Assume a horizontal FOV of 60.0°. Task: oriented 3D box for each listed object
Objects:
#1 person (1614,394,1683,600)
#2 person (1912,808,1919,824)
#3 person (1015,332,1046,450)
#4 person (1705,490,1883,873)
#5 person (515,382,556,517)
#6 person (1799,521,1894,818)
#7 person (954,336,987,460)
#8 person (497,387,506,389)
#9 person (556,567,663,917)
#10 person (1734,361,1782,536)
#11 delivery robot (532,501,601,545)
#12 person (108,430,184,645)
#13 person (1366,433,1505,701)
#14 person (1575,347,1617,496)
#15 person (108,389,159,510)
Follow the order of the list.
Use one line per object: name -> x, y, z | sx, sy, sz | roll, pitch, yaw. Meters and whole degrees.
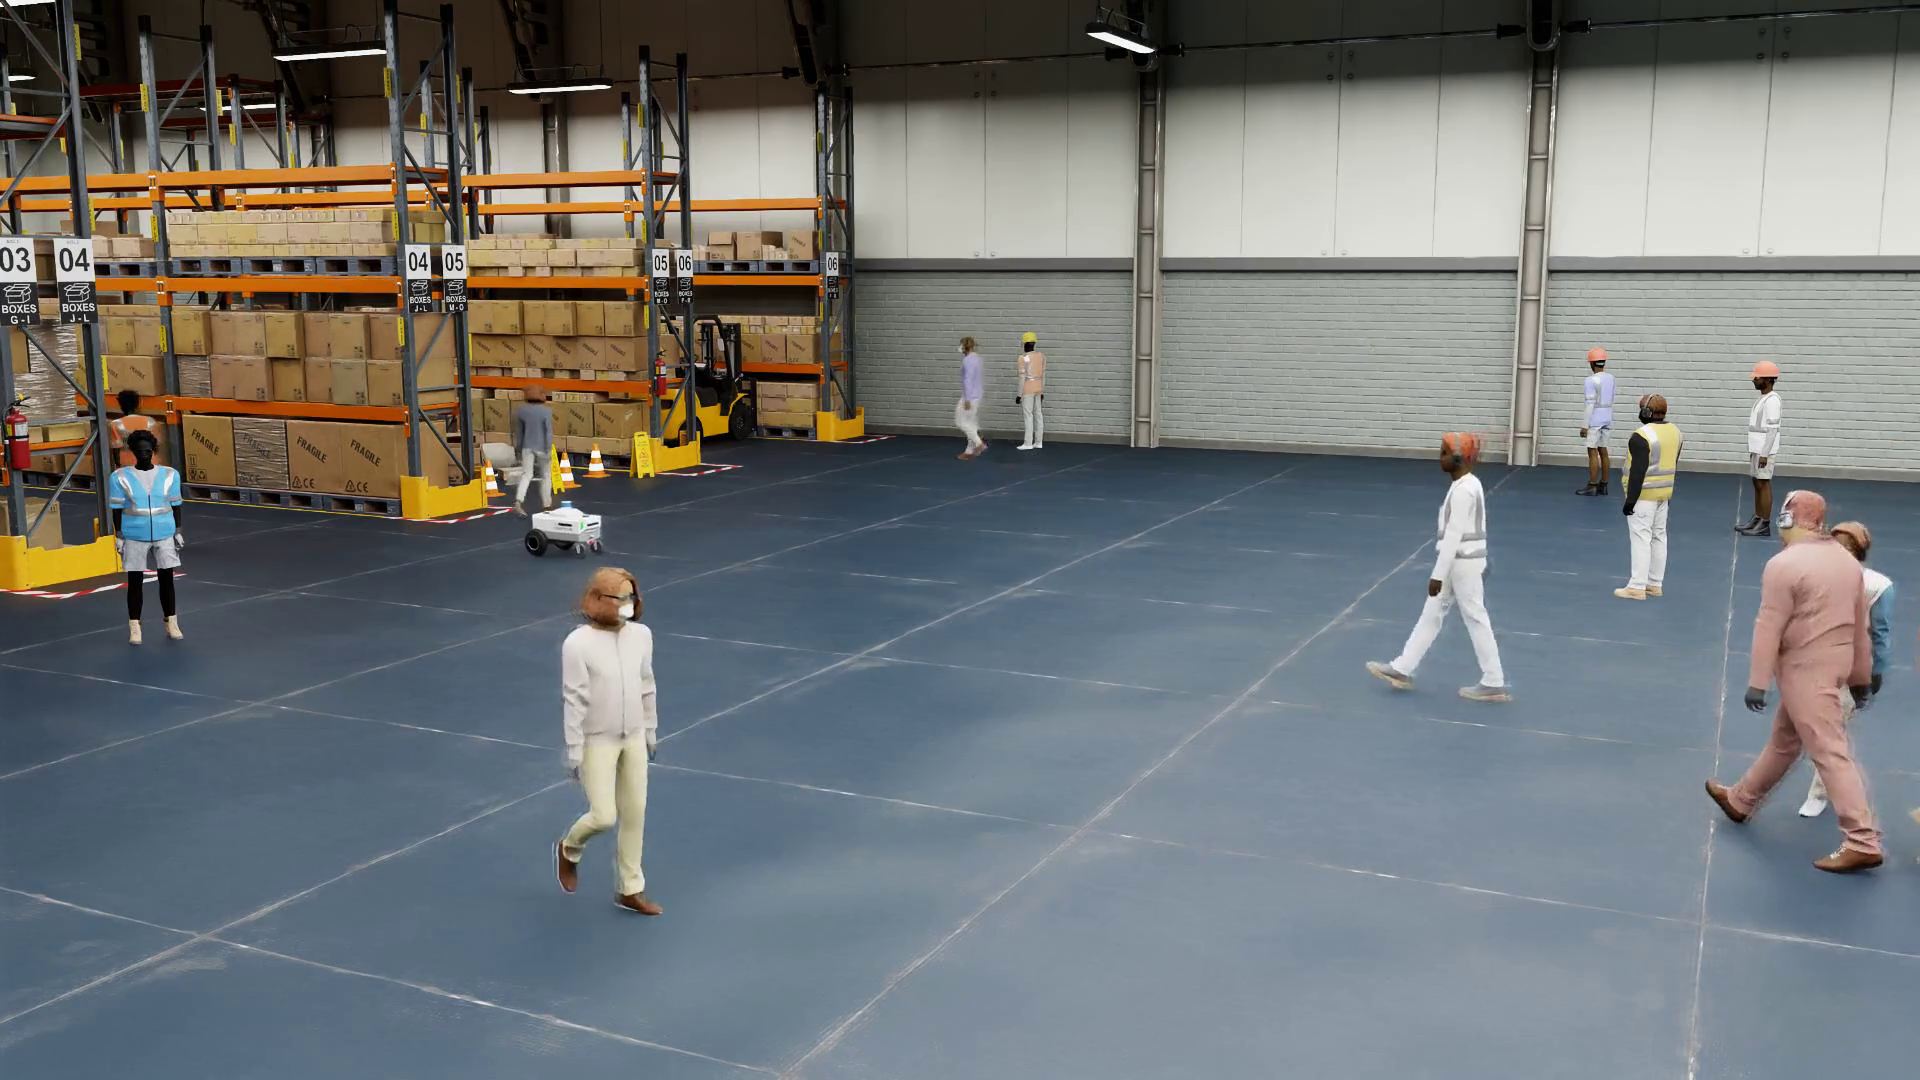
person -> 6.157, -0.390, 14.911 | 0.633, 1.843, 0.429 | -7, 11, -35
person -> 4.992, 0.666, 8.034 | 0.456, 1.969, 0.720 | 8, 12, 42
person -> 1.147, -2.428, 27.142 | 0.585, 1.928, 0.370 | -8, 12, -41
person -> 4.273, 0.677, 8.430 | 0.665, 1.827, 1.086 | -6, 11, -34
person -> -5.104, -1.077, 19.875 | 0.500, 1.606, 0.767 | 2, 9, 13
person -> 4.807, 0.673, 9.087 | 0.677, 1.608, 0.532 | -8, 12, -40
person -> 0.126, -2.178, 25.609 | 0.437, 1.926, 0.653 | 2, 9, 9
person -> -7.672, -2.469, 27.576 | 0.927, 1.875, 0.652 | 4, 10, 24
person -> -1.613, 0.912, 7.594 | 0.493, 1.618, 0.520 | 8, 12, 40
person -> 8.862, -1.008, 18.408 | 0.354, 1.939, 0.545 | 2, 9, 12
delivery robot -> -4.054, -0.159, 17.143 | 0.707, 0.478, 0.477 | 5, 10, 27
person -> -6.407, -0.028, 13.136 | 0.534, 1.697, 0.318 | -7, 11, -35
person -> 3.317, 0.185, 11.397 | 0.966, 1.831, 0.608 | 3, 10, 16
person -> 8.262, -1.531, 21.626 | 0.546, 1.934, 0.376 | -6, 11, -32
person -> -8.839, -0.789, 17.901 | 0.819, 1.665, 0.534 | 9, 13, 43
